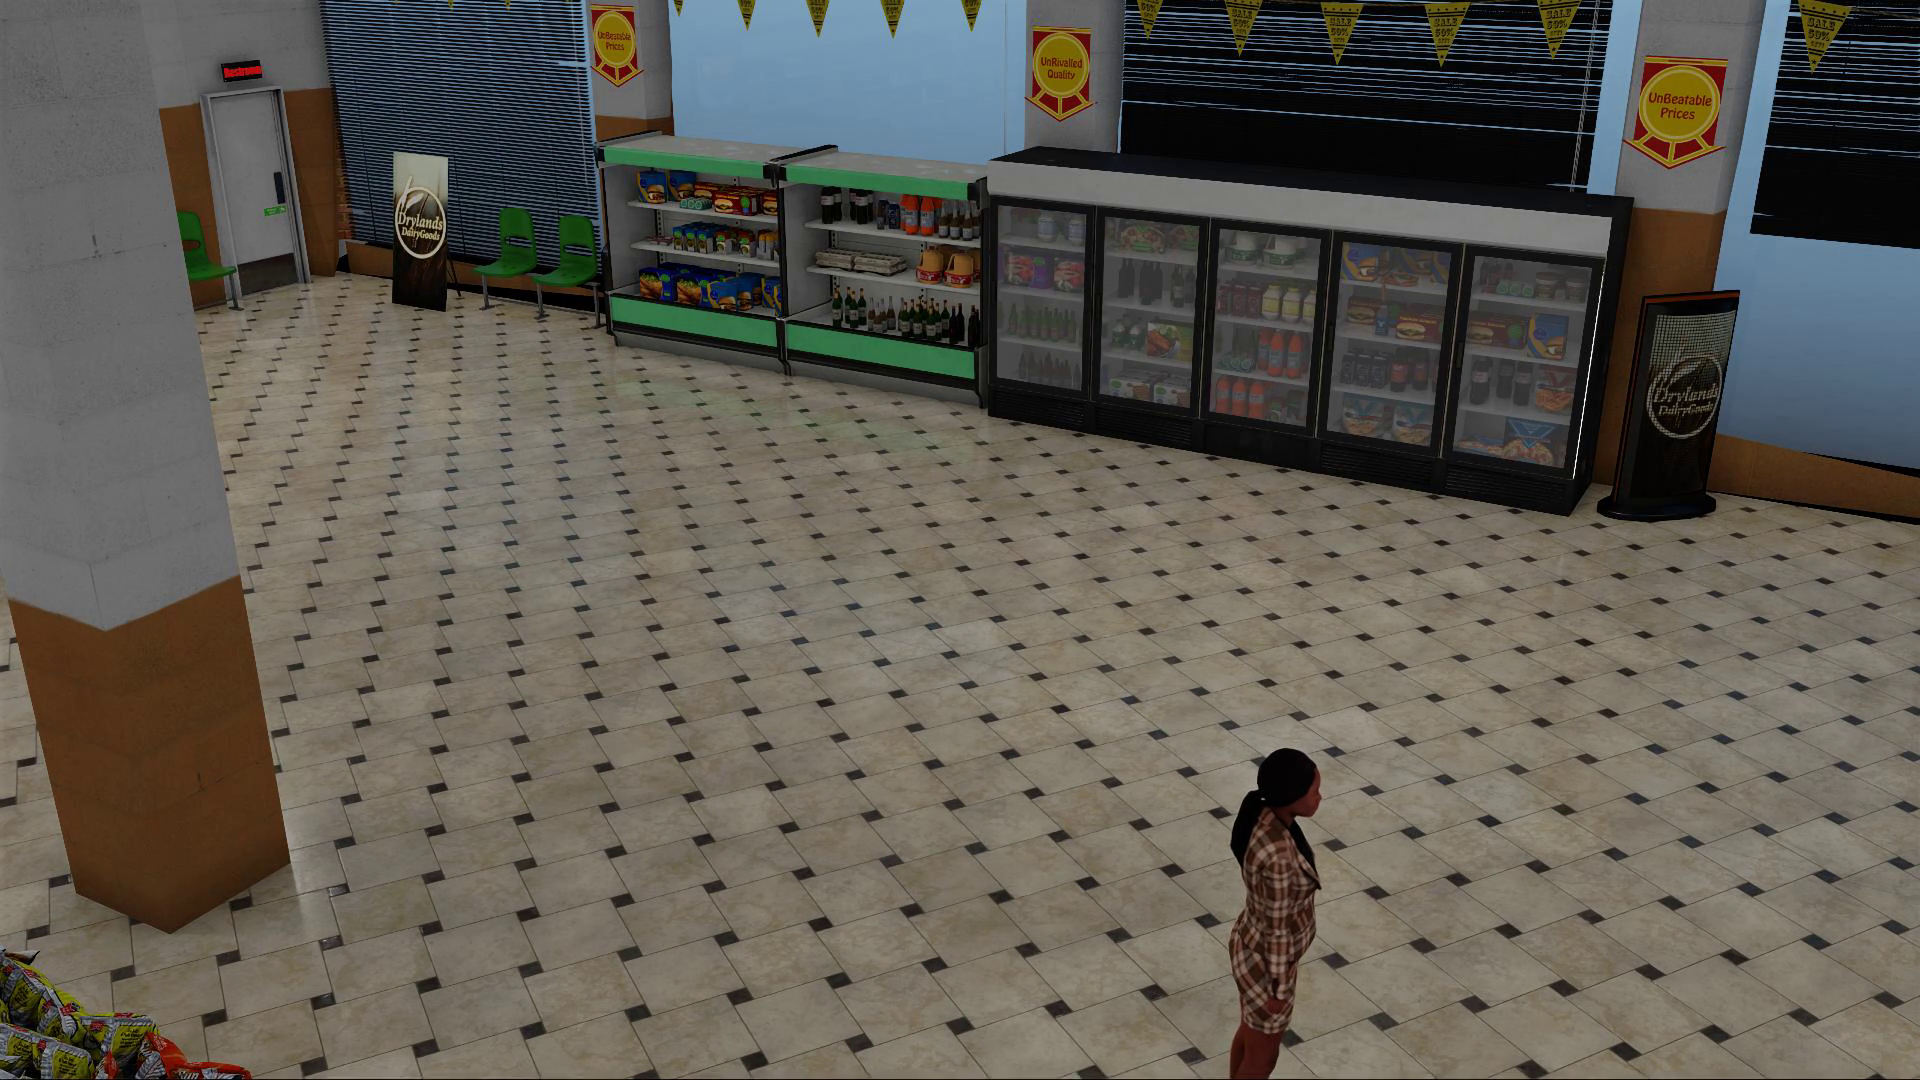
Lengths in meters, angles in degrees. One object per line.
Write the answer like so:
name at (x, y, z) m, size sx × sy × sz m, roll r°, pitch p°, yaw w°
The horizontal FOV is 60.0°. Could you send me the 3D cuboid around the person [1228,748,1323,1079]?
person at (1.109, 1.551, 6.048) m, size 0.675 × 1.792 × 0.661 m, roll 2°, pitch 22°, yaw 5°
